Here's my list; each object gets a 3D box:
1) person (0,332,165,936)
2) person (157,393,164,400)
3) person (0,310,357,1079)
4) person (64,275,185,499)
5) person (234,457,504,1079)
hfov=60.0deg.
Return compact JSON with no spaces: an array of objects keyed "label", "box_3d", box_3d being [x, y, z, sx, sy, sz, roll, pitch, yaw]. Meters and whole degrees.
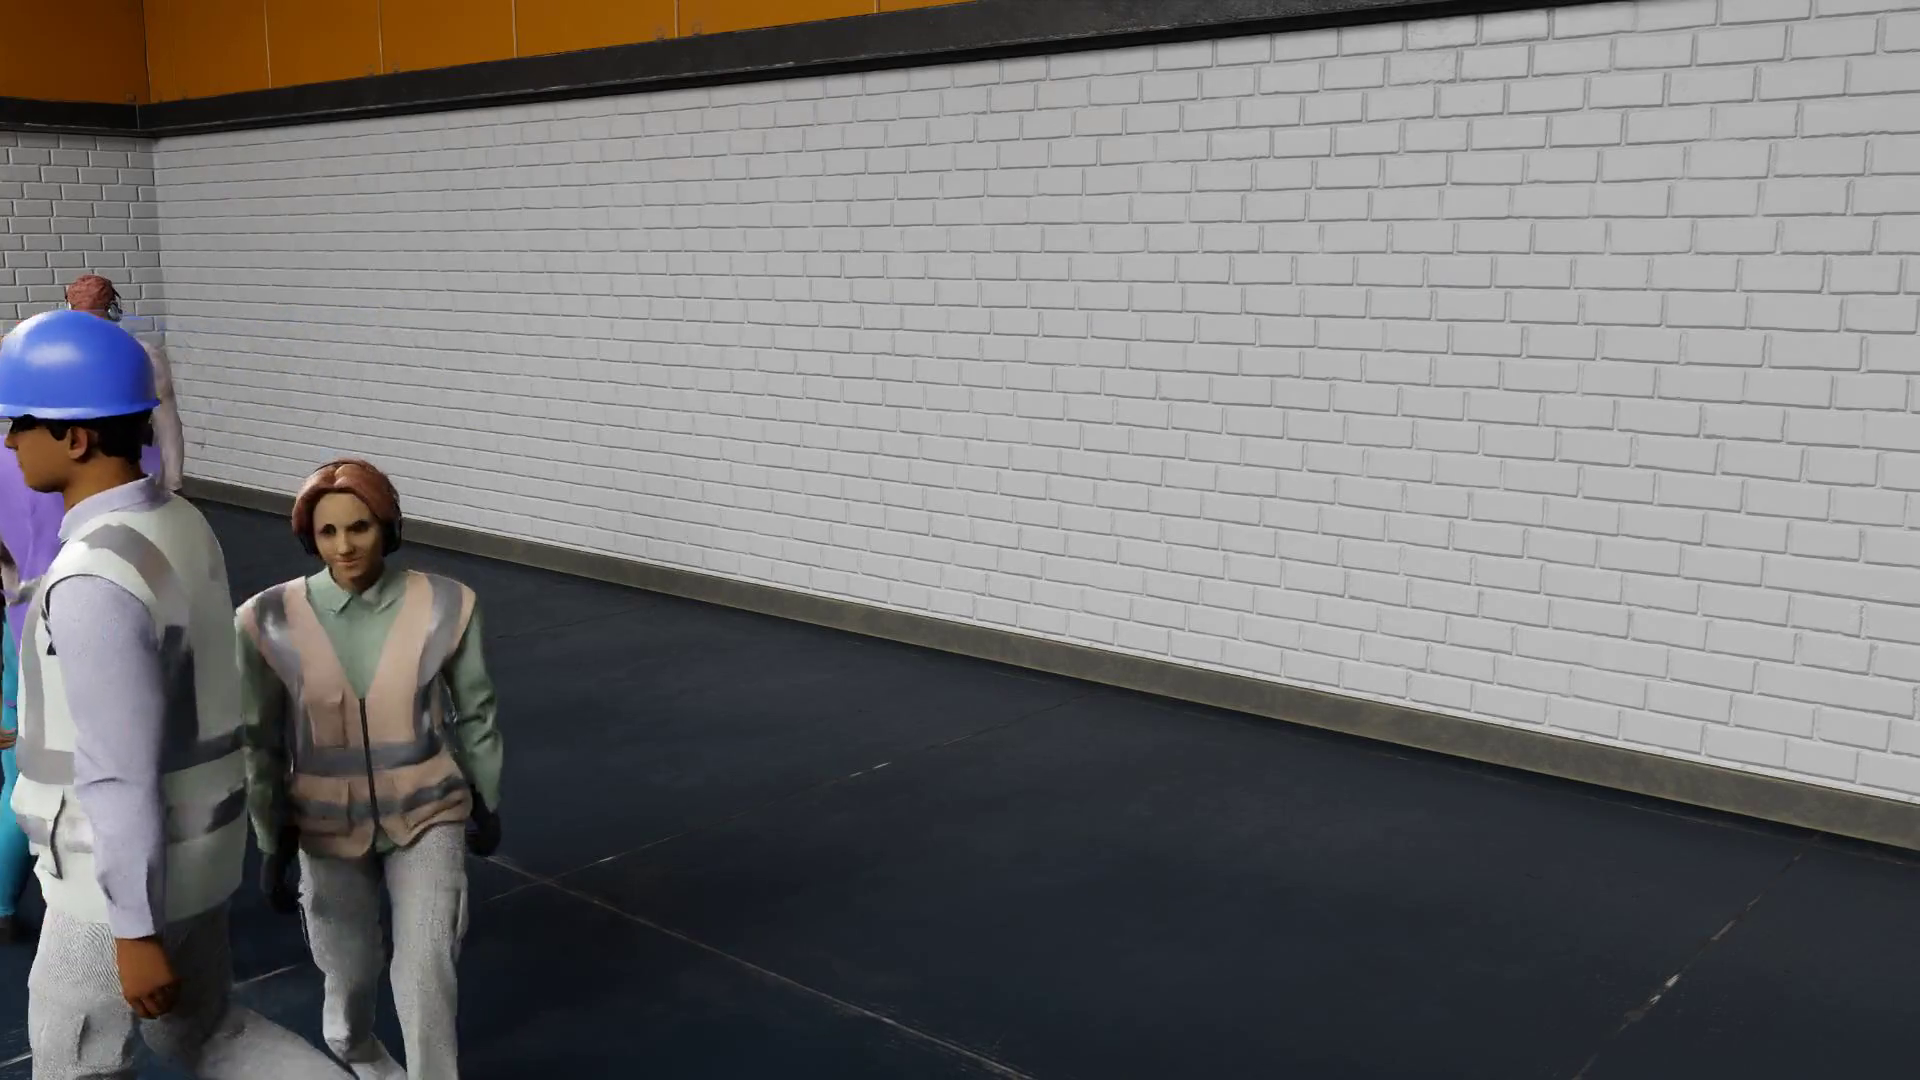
[{"label":"person","box_3d":[-2.532,0.310,4.661,0.947,1.802,0.566,9,14,43]},{"label":"person","box_3d":[-2.378,0.324,4.718,0.329,1.767,0.528,-3,10,-15]},{"label":"person","box_3d":[-1.390,0.553,2.976,0.805,1.928,0.619,-2,10,-9]},{"label":"person","box_3d":[-3.906,-0.259,7.658,0.639,1.902,0.407,-3,11,-19]},{"label":"person","box_3d":[-1.253,0.597,3.607,0.518,1.603,0.719,-3,10,-16]}]
